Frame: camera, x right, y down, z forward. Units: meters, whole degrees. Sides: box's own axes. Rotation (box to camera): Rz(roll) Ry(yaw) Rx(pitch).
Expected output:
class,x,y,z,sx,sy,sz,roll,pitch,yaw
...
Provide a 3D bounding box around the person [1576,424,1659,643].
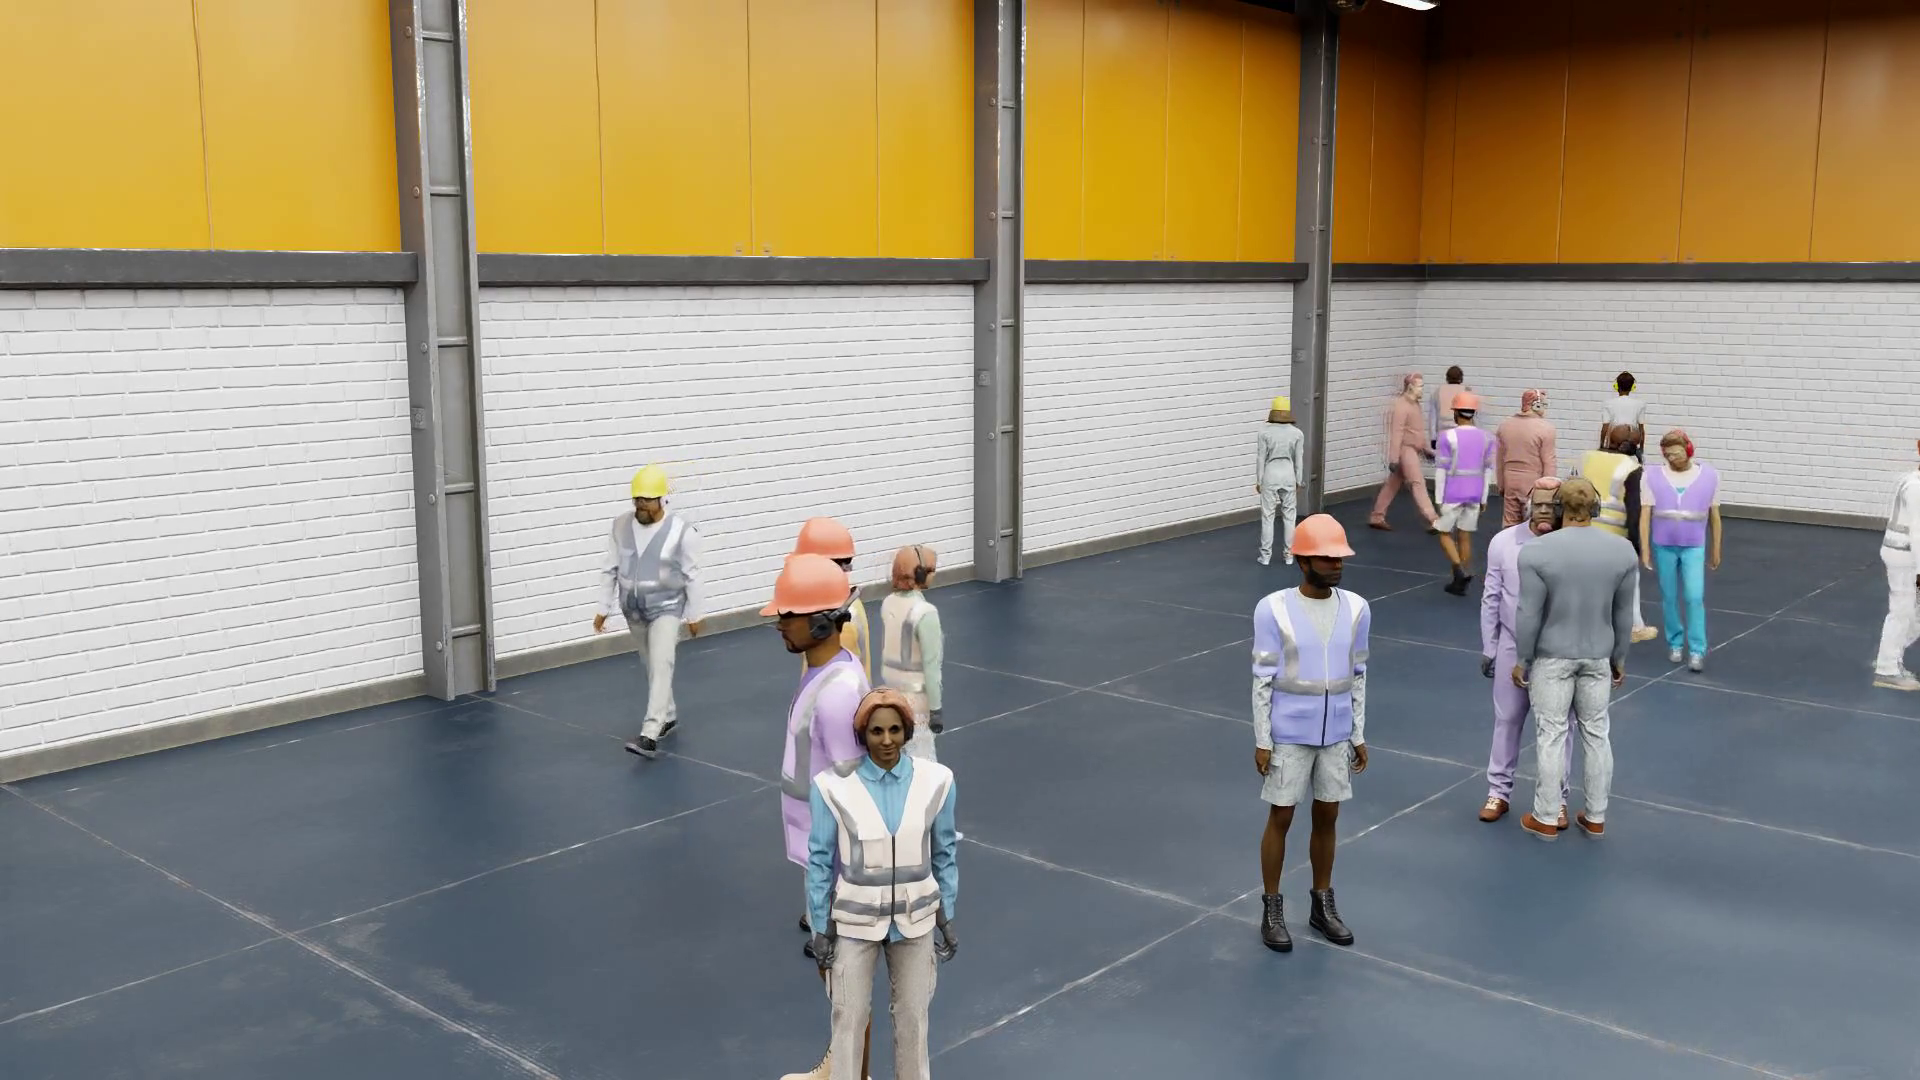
class,x,y,z,sx,sy,sz,roll,pitch,yaw
person,5.264,-0.040,13.439,0.797,1.786,0.647,-6,11,-32

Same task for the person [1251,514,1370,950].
class,x,y,z,sx,sy,sz,roll,pitch,yaw
person,1.558,0.844,7.365,0.546,1.942,0.348,-2,9,-13

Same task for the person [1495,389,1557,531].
class,x,y,z,sx,sy,sz,roll,pitch,yaw
person,5.428,-0.493,15.898,0.399,1.902,0.642,-6,11,-33

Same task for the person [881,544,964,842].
class,x,y,z,sx,sy,sz,roll,pitch,yaw
person,-0.297,0.826,8.476,0.671,1.613,0.522,-4,10,-26

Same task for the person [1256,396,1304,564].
class,x,y,z,sx,sy,sz,roll,pitch,yaw
person,3.286,-0.612,17.159,0.481,1.737,0.322,-1,9,-4

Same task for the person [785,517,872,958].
class,x,y,z,sx,sy,sz,roll,pitch,yaw
person,-0.564,0.860,7.281,0.379,1.937,0.547,-1,9,-5

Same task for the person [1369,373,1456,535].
class,x,y,z,sx,sy,sz,roll,pitch,yaw
person,5.220,-0.990,19.170,1.036,1.848,0.648,4,10,25

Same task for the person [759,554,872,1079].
class,x,y,z,sx,sy,sz,roll,pitch,yaw
person,-0.484,1.054,5.737,0.387,2.039,0.616,-1,9,-8

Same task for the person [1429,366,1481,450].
class,x,y,z,sx,sy,sz,roll,pitch,yaw
person,6.476,-1.376,21.772,0.629,1.805,0.920,7,11,37

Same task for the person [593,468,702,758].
class,x,y,z,sx,sy,sz,roll,pitch,yaw
person,-1.969,0.444,10.369,0.614,1.785,0.916,3,10,20

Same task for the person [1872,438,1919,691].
class,x,y,z,sx,sy,sz,roll,pitch,yaw
person,6.831,0.157,11.921,0.413,1.865,0.619,7,11,38

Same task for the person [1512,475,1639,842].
class,x,y,z,sx,sy,sz,roll,pitch,yaw
person,3.211,0.627,8.751,0.629,1.936,0.374,0,9,-2

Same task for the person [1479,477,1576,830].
class,x,y,z,sx,sy,sz,roll,pitch,yaw
person,3.129,0.606,8.969,0.643,1.910,0.400,4,10,25

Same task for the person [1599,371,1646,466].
class,x,y,z,sx,sy,sz,roll,pitch,yaw
person,7.667,-1.019,19.298,0.532,1.868,0.310,1,9,8

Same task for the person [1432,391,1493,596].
class,x,y,z,sx,sy,sz,roll,pitch,yaw
person,4.637,-0.408,15.319,0.549,1.920,0.554,-1,9,-9

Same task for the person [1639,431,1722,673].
class,x,y,z,sx,sy,sz,roll,pitch,yaw
person,5.434,0.087,12.575,0.605,1.798,0.817,4,10,24

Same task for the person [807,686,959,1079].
class,x,y,z,sx,sy,sz,roll,pitch,yaw
person,-0.253,1.287,5.534,0.514,1.641,0.309,-3,9,-17
